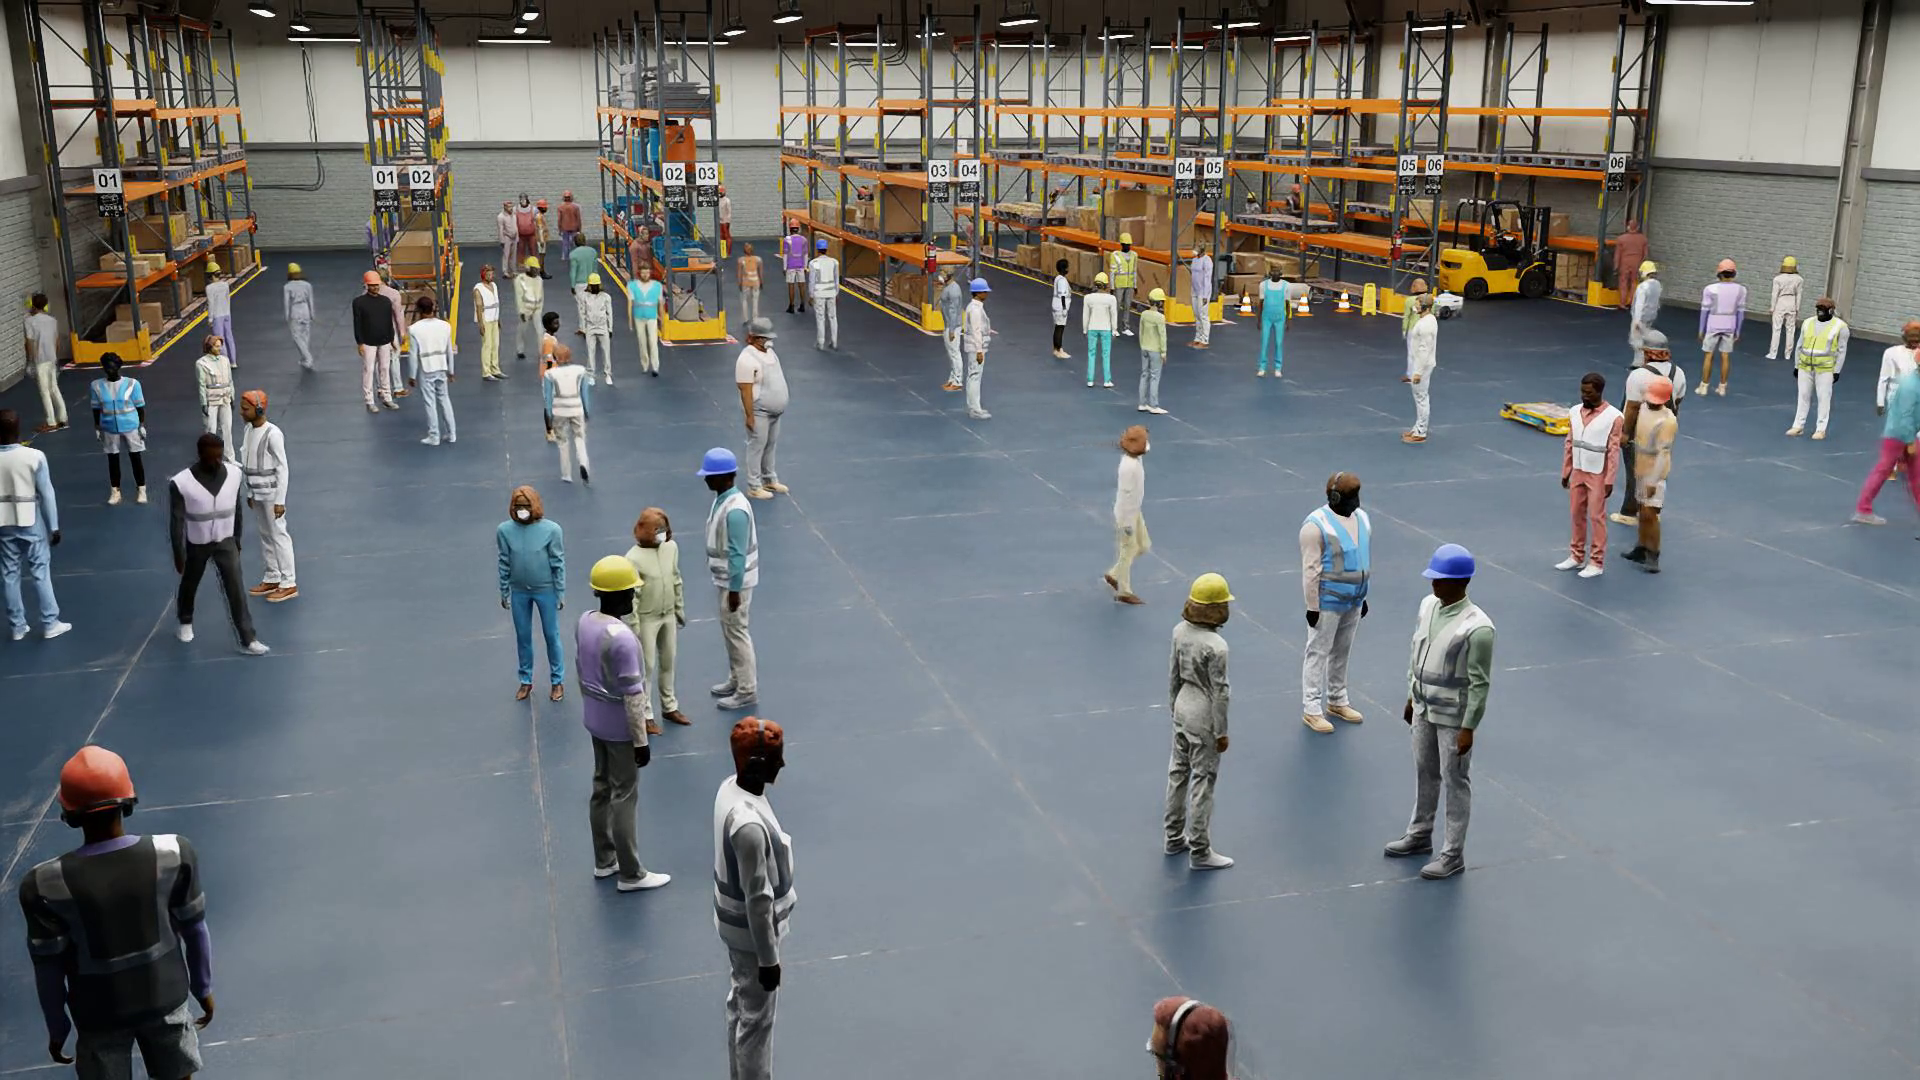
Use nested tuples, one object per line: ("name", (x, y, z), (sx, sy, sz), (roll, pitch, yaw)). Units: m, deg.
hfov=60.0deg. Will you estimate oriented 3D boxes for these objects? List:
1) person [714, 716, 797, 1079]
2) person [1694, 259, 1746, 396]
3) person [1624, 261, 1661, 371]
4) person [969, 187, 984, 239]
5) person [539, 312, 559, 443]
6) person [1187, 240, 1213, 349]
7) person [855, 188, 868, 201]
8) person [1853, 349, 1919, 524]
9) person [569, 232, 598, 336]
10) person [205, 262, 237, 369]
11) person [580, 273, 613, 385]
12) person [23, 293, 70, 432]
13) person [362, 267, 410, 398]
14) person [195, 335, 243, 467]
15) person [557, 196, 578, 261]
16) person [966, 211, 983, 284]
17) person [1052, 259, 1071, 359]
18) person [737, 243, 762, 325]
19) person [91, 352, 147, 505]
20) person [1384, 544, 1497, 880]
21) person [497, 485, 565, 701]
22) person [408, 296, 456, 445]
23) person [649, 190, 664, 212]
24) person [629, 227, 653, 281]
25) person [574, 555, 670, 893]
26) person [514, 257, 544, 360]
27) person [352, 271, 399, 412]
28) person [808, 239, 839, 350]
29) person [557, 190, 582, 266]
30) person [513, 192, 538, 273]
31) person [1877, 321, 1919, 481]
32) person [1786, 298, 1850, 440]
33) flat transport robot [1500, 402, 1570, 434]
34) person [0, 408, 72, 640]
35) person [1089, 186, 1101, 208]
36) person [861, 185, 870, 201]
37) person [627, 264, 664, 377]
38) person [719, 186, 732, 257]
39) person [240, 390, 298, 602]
("person", (-0.856, 1.645, 7.042), (0.356, 1.887, 0.573), (-4, 15, -16))
("person", (11.358, -3.164, 24.858), (0.615, 2.038, 0.401), (1, 15, 5))
("person", (11.118, -3.606, 26.938), (0.597, 1.817, 0.536), (-11, 18, -36))
("person", (0.514, -9.642, 49.394), (0.605, 1.948, 0.403), (-14, 20, -42))
("person", (-5.283, -2.111, 21.532), (0.321, 1.699, 0.537), (-3, 15, -11))
("person", (4.286, -4.376, 29.628), (0.367, 1.932, 0.623), (-5, 16, -19))
("person", (-2.639, -8.534, 45.137), (0.384, 1.993, 0.622), (6, 16, 22))
("person", (9.838, -1.063, 17.139), (0.983, 1.935, 0.628), (14, 20, 43))
("person", (-7.061, -4.806, 31.240), (0.364, 1.933, 0.630), (12, 19, 39))
("person", (-12.110, -3.645, 27.180), (0.309, 1.769, 0.524), (3, 15, 12))
("person", (-5.631, -3.269, 25.823), (0.484, 1.738, 0.320), (-3, 15, -10))
("person", (-12.213, -2.352, 22.190), (0.381, 1.842, 0.565), (4, 15, 15))
("person", (-8.534, -3.078, 24.715), (0.635, 1.937, 0.355), (3, 15, 12))
("person", (-8.879, -1.635, 19.879), (0.313, 1.634, 0.514), (6, 16, 21))
("person", (-10.775, -8.603, 45.714), (0.673, 1.832, 0.497), (5, 16, 18))
("person", (0.368, -7.075, 40.088), (0.331, 1.767, 0.527), (14, 21, 43))
("person", (1.743, -3.966, 28.518), (0.318, 1.699, 0.533), (-2, 15, -6))
("person", (-4.118, -4.997, 32.567), (0.513, 1.614, 0.688), (-4, 15, -15))
("person", (-9.178, -1.218, 18.176), (0.540, 1.696, 0.317), (-3, 15, -13))
("person", (2.758, 0.963, 9.492), (0.384, 1.948, 0.605), (-6, 16, -22))
("person", (-3.150, 0.388, 12.271), (0.500, 1.627, 0.278), (1, 15, 3))
("person", (-6.768, -2.167, 21.353), (0.398, 1.910, 0.600), (12, 19, 38))
("person", (-8.587, -8.917, 46.795), (0.595, 1.897, 0.604), (-11, 18, -36))
("person", (-6.269, -5.249, 32.972), (0.400, 1.900, 0.646), (5, 16, 18))
("person", (-1.913, 1.021, 9.308), (0.371, 1.929, 0.585), (-12, 19, -39))
("person", (-7.253, -3.883, 28.069), (0.590, 1.778, 0.969), (-14, 20, -41))
("person", (-8.306, -2.828, 23.665), (0.378, 1.996, 0.610), (12, 19, 39))
("person", (-2.421, -4.352, 29.489), (0.605, 1.948, 0.404), (-9, 17, -31))
("person", (-10.341, -8.256, 44.090), (0.611, 1.996, 0.375), (-3, 15, -10))
("person", (-11.100, -7.862, 42.520), (0.687, 2.000, 0.538), (-3, 15, -13))
("person", (10.999, -1.619, 19.356), (0.609, 1.869, 0.459), (5, 16, 17))
("person", (11.218, -2.246, 21.771), (0.429, 1.843, 0.631), (-12, 19, -37))
("flat transport robot", (8.025, -1.669, 22.609), (0.652, 0.197, 1.431), (-3, 15, -13))
("person", (-7.700, -0.119, 13.621), (0.596, 1.916, 0.373), (-2, 15, -7))
("person", (4.336, -10.453, 53.051), (0.506, 1.631, 0.277), (13, 20, 40))
("person", (-2.772, -9.555, 49.252), (0.327, 1.861, 0.498), (-11, 18, -36))
("person", (-5.031, -3.521, 26.663), (0.573, 1.791, 0.976), (-2, 15, -9))
("person", (-6.646, -8.934, 46.662), (0.393, 1.985, 0.611), (-12, 19, -38))
("person", (-6.147, -0.394, 14.722), (0.584, 1.882, 0.345), (13, 19, 39))
